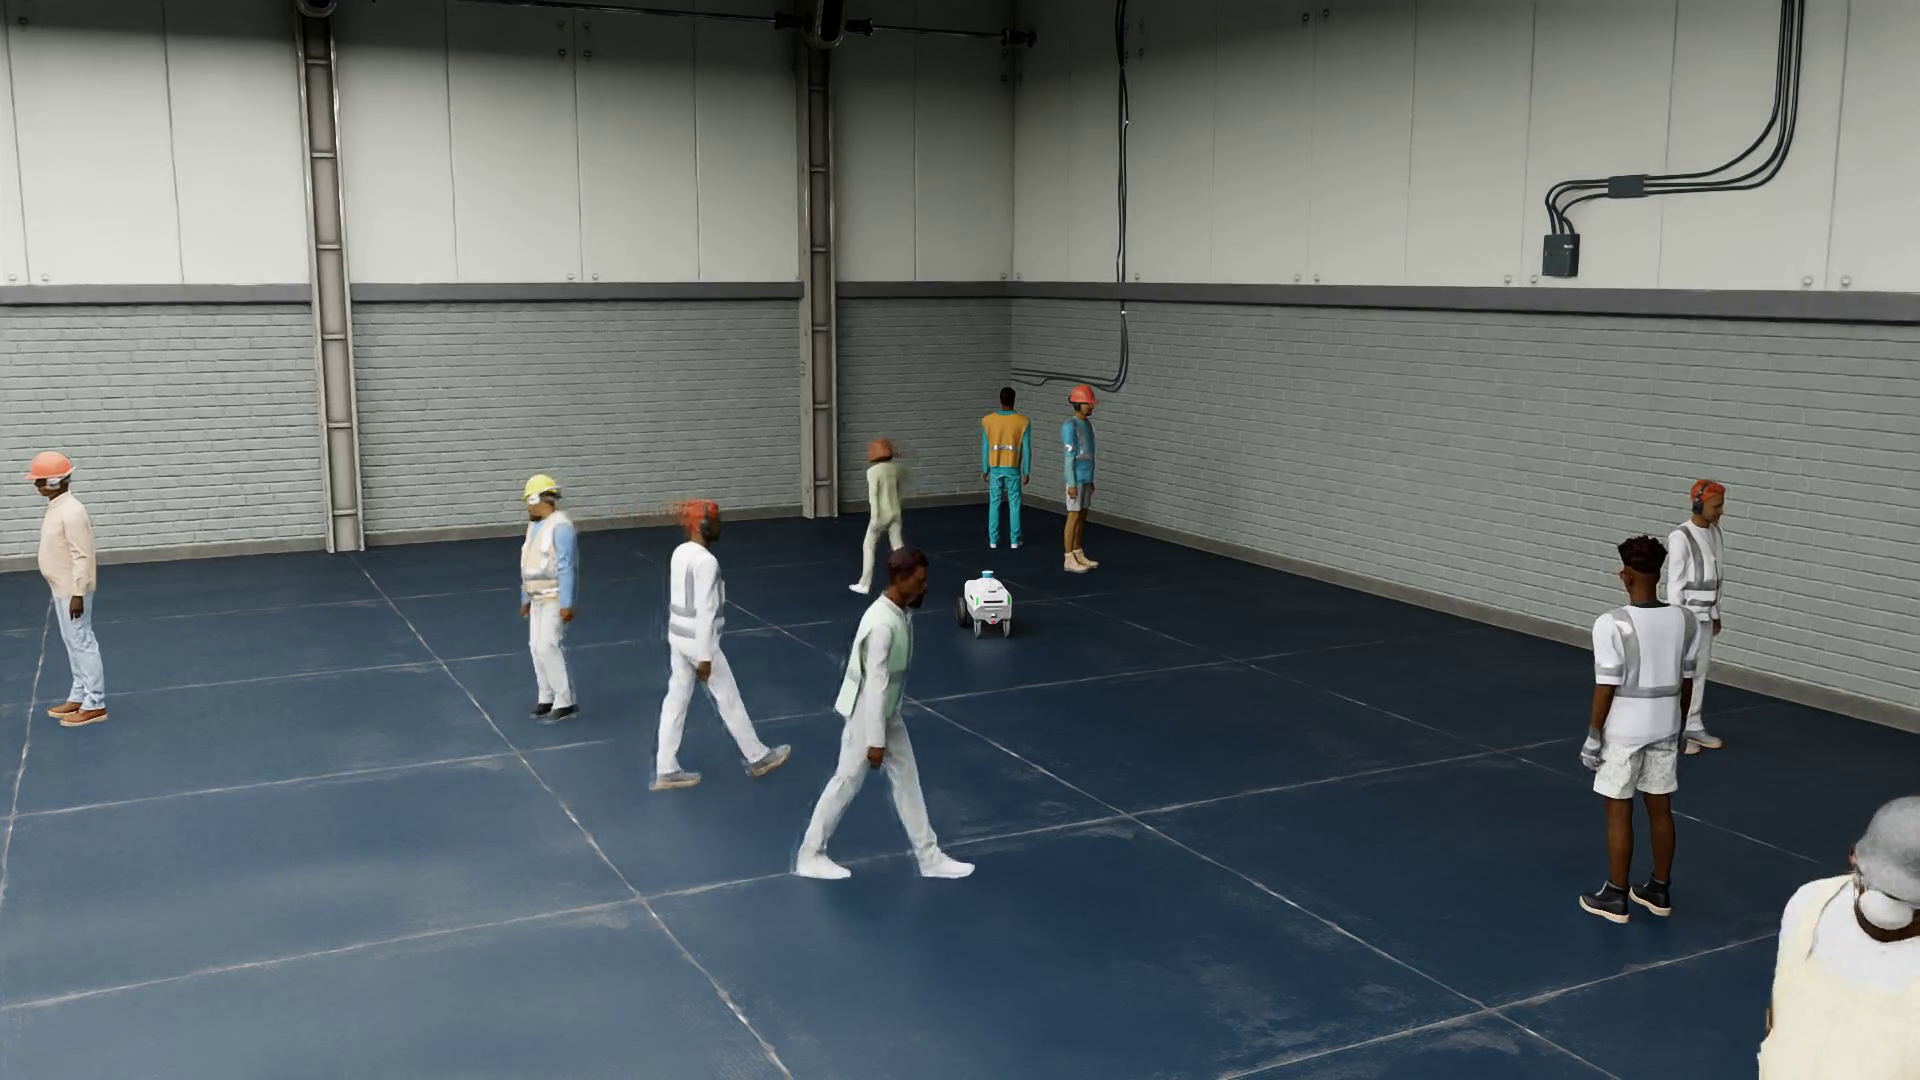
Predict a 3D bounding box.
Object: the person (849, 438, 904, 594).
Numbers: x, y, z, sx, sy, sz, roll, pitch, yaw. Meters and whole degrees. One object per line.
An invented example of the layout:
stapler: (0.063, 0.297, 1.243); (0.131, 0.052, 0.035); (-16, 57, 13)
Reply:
person: (-0.814, -0.221, 16.737); (0.752, 1.597, 0.561); (7, 12, 37)

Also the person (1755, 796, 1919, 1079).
person: (2.356, 1.572, 4.340); (0.822, 2.000, 0.718); (-6, 11, -31)

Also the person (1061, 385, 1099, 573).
person: (1.331, -0.672, 18.159); (0.372, 2.042, 0.615); (4, 10, 25)

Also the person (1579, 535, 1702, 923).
person: (3.421, 0.950, 8.408); (0.612, 1.962, 0.363); (-3, 10, -17)

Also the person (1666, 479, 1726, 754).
person: (5.013, 0.518, 11.348); (0.588, 1.878, 0.371); (-7, 12, -38)

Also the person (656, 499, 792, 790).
person: (-1.554, 0.651, 10.617); (0.942, 1.839, 0.611); (-6, 11, -31)

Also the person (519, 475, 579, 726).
person: (-3.016, 0.433, 12.162); (0.465, 1.786, 0.646); (-7, 12, -38)

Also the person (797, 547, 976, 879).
person: (-0.439, 0.940, 8.876); (0.973, 1.844, 0.614); (2, 9, 11)

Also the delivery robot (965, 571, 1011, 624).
delivery robot: (0.252, 0.522, 15.087); (0.477, 0.478, 0.707); (-1, 9, -8)

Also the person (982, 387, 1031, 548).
person: (0.546, -0.850, 19.686); (0.584, 1.911, 0.391); (1, 9, 7)

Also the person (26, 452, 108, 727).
person: (-6.458, 0.349, 12.029); (0.392, 1.990, 0.614); (-7, 12, -38)
